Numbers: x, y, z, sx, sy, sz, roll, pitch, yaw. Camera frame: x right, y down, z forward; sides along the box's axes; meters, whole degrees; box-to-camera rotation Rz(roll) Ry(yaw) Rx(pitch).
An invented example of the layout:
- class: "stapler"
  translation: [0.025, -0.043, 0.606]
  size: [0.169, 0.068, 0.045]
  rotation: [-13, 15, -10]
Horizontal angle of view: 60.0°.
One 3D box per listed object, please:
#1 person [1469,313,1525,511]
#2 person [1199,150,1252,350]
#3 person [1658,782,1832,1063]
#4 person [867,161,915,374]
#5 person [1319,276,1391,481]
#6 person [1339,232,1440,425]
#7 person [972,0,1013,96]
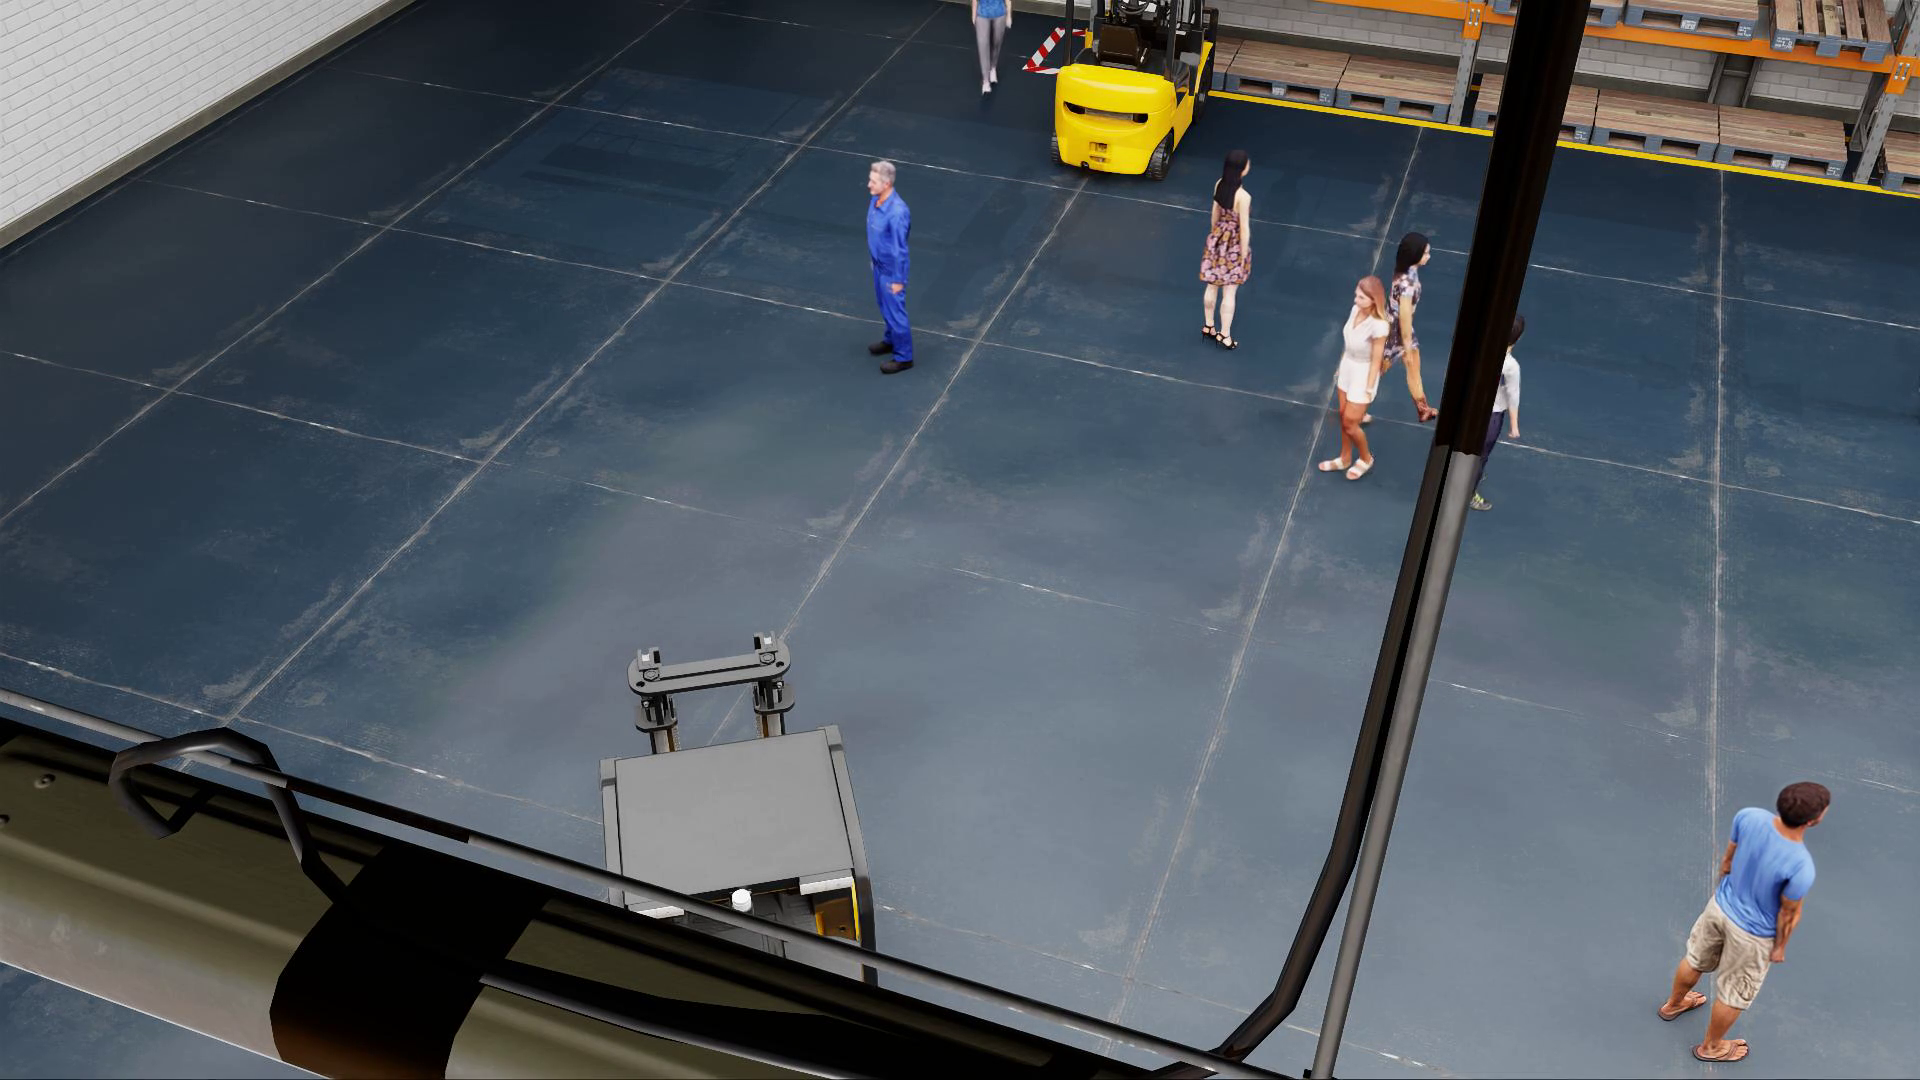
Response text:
- class: "person"
  translation: [3.778, -0.948, 12.128]
  size: [0.793, 1.538, 0.743]
  rotation: [-10, 40, -12]
- class: "person"
  translation: [2.214, -2.397, 13.753]
  size: [0.865, 1.774, 0.794]
  rotation: [-21, 43, -25]
- class: "person"
  translation: [3.934, 1.883, 8.322]
  size: [0.767, 1.863, 0.727]
  rotation: [-13, 40, -16]
- class: "person"
  translation: [-0.562, -2.241, 13.519]
  size: [0.818, 1.822, 0.786]
  rotation: [-13, 40, -16]
- class: "person"
  translation: [2.970, -1.213, 12.339]
  size: [0.771, 1.688, 0.720]
  rotation: [-12, 40, -14]
- class: "person"
  translation: [3.260, -1.573, 12.789]
  size: [1.100, 1.689, 0.672]
  rotation: [8, 39, 10]
- class: "person"
  translation: [0.340, -5.694, 18.037]
  size: [0.993, 1.579, 0.881]
  rotation: [-2, 39, -3]
